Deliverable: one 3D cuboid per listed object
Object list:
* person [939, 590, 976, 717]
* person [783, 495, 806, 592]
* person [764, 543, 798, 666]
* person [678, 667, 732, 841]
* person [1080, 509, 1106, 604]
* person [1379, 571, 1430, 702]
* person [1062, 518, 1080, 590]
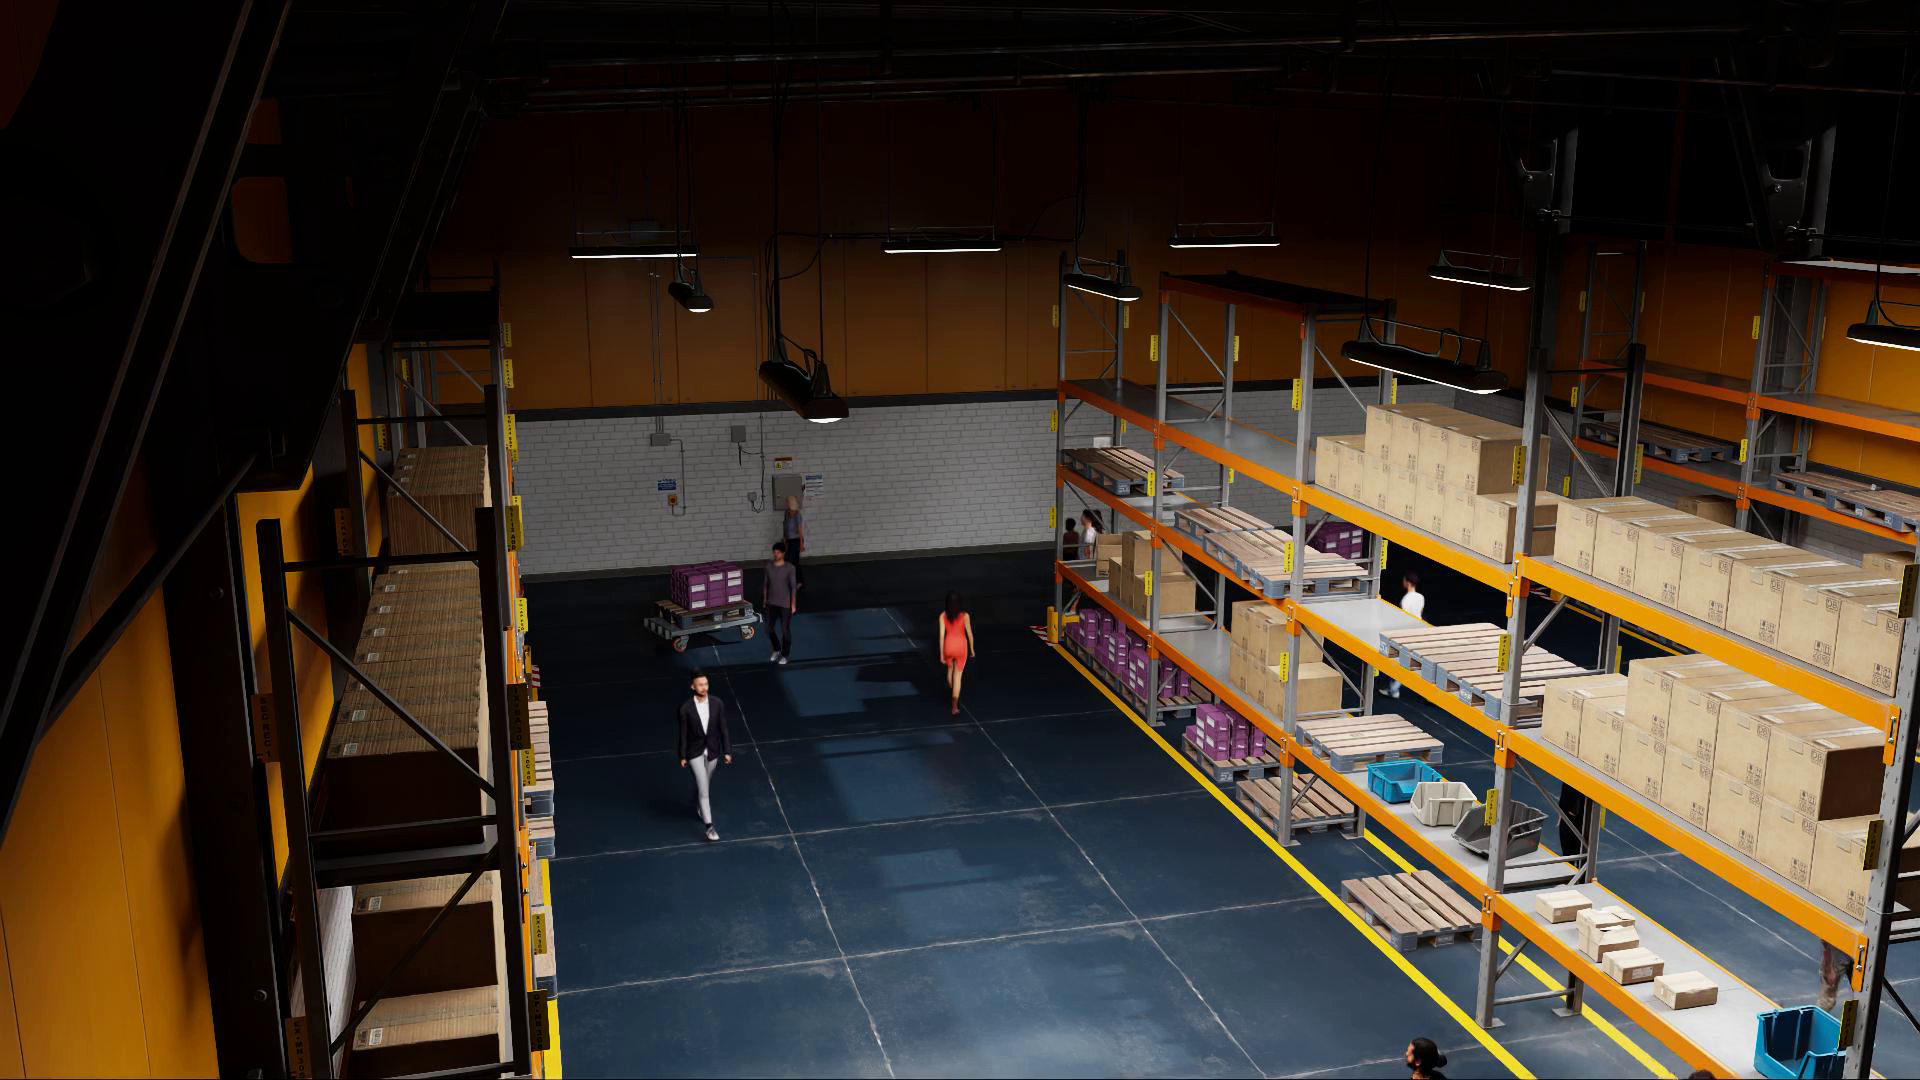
[{"bbox_3d":[-0.061,1.557,22.440,0.945,1.670,1.223,2,14,10],"label":"person"},{"bbox_3d":[-2.762,0.049,28.592,0.710,1.704,0.615,-7,15,-28],"label":"person"},{"bbox_3d":[-2.652,0.918,24.714,0.816,1.842,0.823,4,14,16],"label":"person"},{"bbox_3d":[-2.925,2.340,18.715,0.938,1.900,1.331,-8,16,-29],"label":"person"},{"bbox_3d":[2.332,0.301,27.800,0.903,1.588,0.821,10,17,36],"label":"person"},{"bbox_3d":[6.250,1.354,22.918,0.962,1.839,1.187,-12,18,-40],"label":"person"},{"bbox_3d":[1.906,0.242,28.765,0.612,1.248,0.784,-7,15,-27],"label":"person"}]
